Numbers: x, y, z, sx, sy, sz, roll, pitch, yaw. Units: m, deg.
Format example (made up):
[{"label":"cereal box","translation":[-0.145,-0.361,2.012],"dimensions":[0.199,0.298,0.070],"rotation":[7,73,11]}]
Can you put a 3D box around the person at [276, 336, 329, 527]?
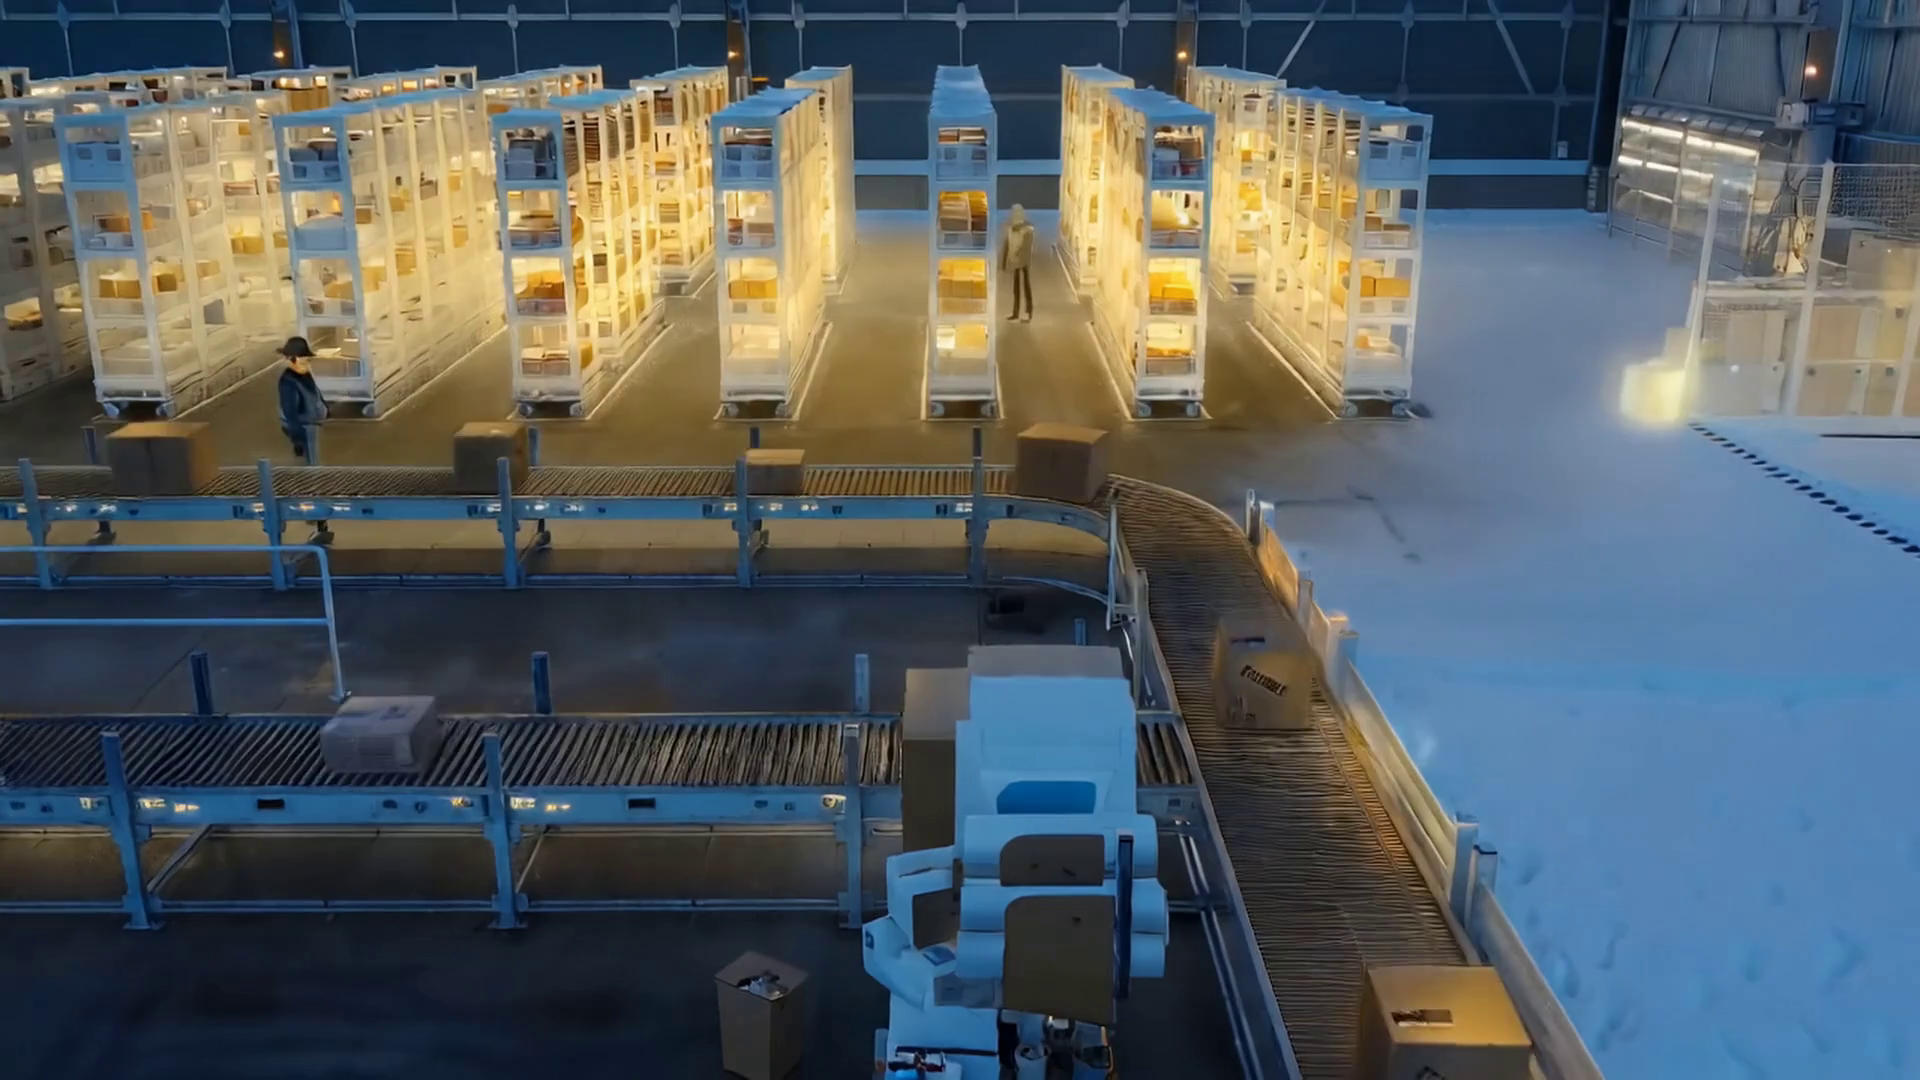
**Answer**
[{"label":"person","translation":[-6.258,-1.043,15.889],"dimensions":[0.403,1.830,0.599],"rotation":[-2,18,-6]}]

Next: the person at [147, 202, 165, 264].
[{"label":"person","translation":[-13.288,-4.923,27.597],"dimensions":[0.485,1.978,0.642],"rotation":[-6,19,-18]}]

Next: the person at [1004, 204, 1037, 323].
[{"label":"person","translation":[0.935,-4.327,26.011],"dimensions":[0.569,1.831,0.411],"rotation":[10,21,29]}]
